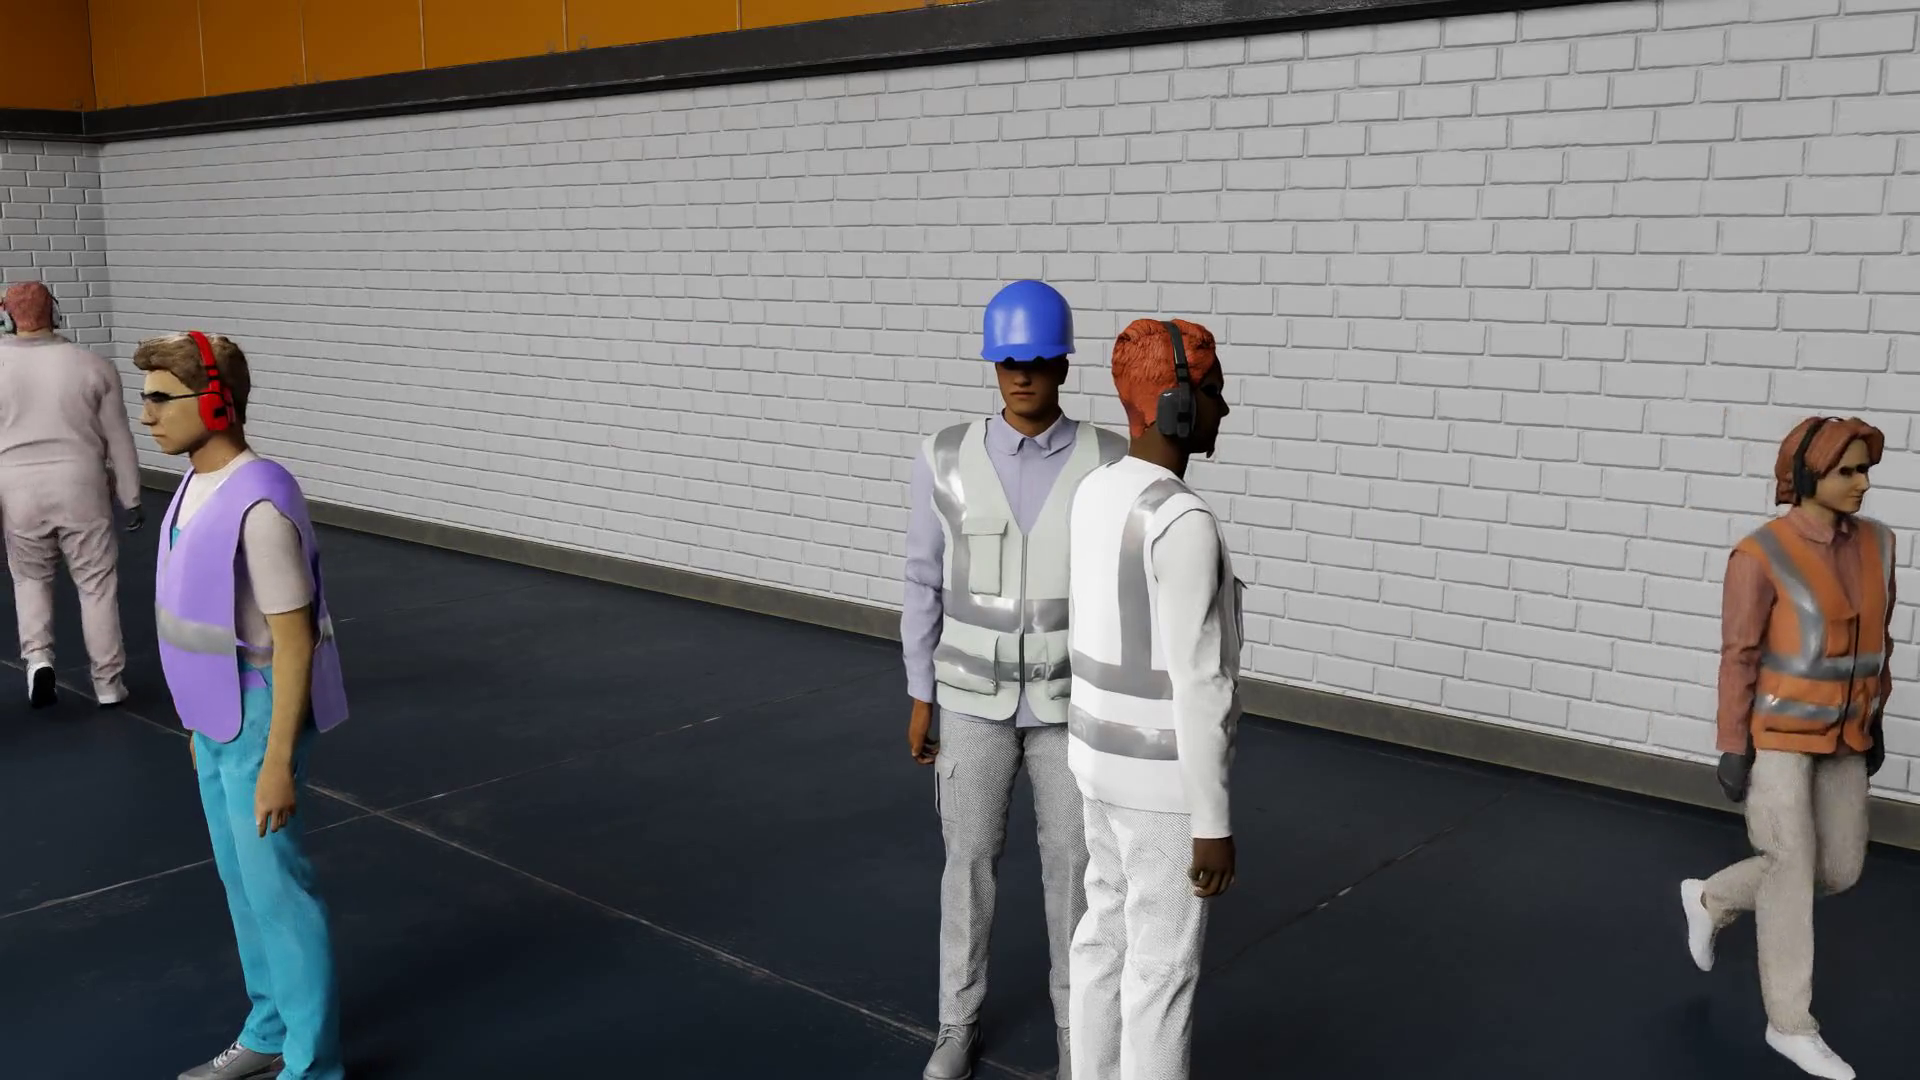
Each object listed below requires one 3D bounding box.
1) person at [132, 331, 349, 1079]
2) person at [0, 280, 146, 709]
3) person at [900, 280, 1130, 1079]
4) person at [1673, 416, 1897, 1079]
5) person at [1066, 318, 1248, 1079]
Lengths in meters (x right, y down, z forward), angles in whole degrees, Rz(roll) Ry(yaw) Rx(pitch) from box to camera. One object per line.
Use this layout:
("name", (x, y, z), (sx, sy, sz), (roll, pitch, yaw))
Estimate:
("person", (-1.622, 0.443, 3.821), (0.373, 1.840, 0.570), (-8, 13, -38))
("person", (-3.919, -0.174, 7.211), (0.674, 1.886, 0.495), (-4, 11, -20))
("person", (0.157, 0.364, 3.972), (0.601, 1.948, 0.386), (1, 10, 5))
("person", (2.072, 0.485, 4.184), (0.524, 1.622, 0.582), (-4, 11, -23))
("person", (0.405, 0.494, 3.421), (0.356, 1.882, 0.573), (-3, 11, -19))
